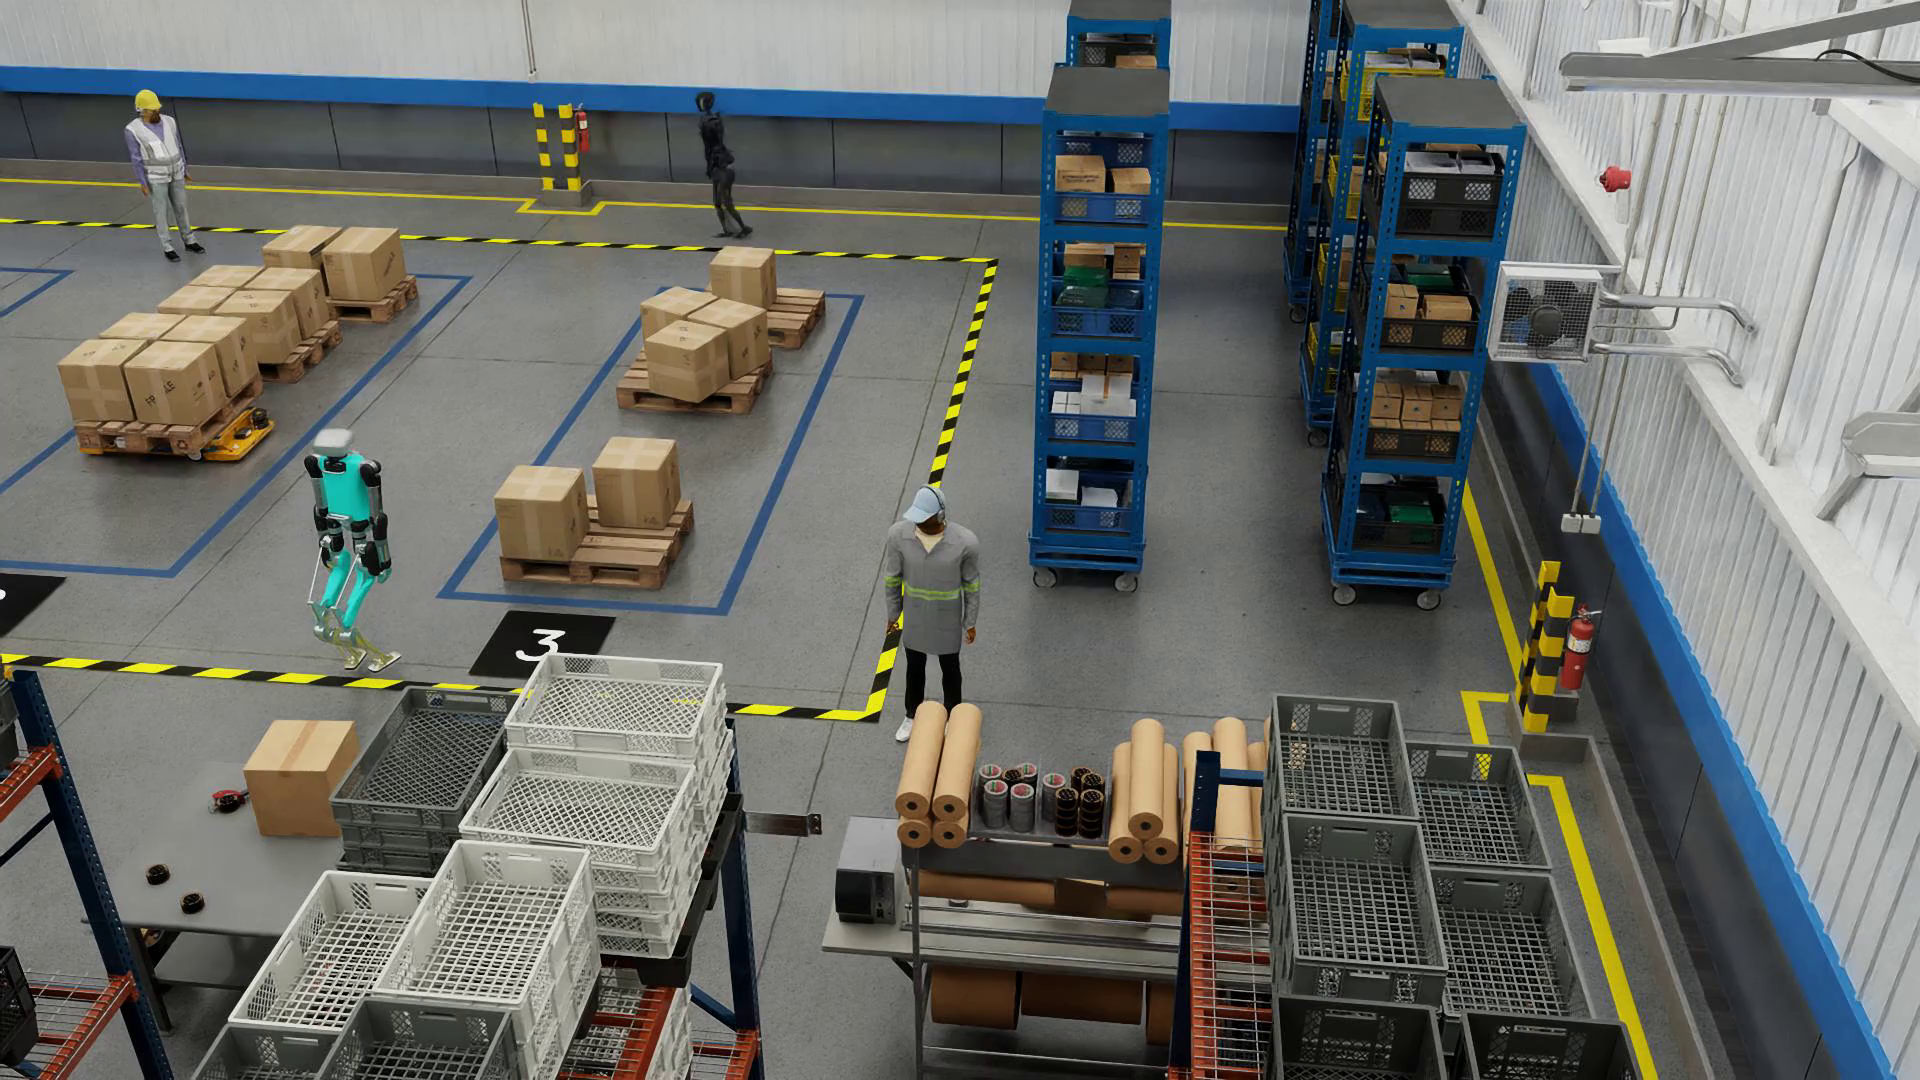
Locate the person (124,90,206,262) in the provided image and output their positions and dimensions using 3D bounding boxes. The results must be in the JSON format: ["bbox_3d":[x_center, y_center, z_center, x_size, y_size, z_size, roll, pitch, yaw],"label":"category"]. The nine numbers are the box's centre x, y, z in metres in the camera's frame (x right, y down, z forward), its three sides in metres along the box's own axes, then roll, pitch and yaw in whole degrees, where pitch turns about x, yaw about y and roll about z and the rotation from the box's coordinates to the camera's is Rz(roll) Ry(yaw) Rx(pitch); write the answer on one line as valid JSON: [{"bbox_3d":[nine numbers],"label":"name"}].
[{"bbox_3d":[-8.538,-3.917,17.847,0.404,1.828,0.598,18,35,28],"label":"person"}]

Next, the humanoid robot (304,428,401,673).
[{"bbox_3d":[-4.049,0.151,10.816,0.533,1.681,0.734,9,31,15],"label":"humanoid robot"}]

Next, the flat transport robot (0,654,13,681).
[{"bbox_3d":[-7.142,0.969,11.010,1.431,0.231,0.659,3,30,6],"label":"flat transport robot"}]

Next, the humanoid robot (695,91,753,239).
[{"bbox_3d":[-2.595,-4.144,18.441,0.533,1.647,0.620,-10,32,-16],"label":"humanoid robot"}]

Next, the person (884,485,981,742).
[{"bbox_3d":[-0.179,0.474,10.287,0.597,1.849,0.388,6,31,10],"label":"person"}]

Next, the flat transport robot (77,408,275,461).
[{"bbox_3d":[-6.724,-0.944,14.267,1.431,0.197,0.652,3,30,6],"label":"flat transport robot"}]
